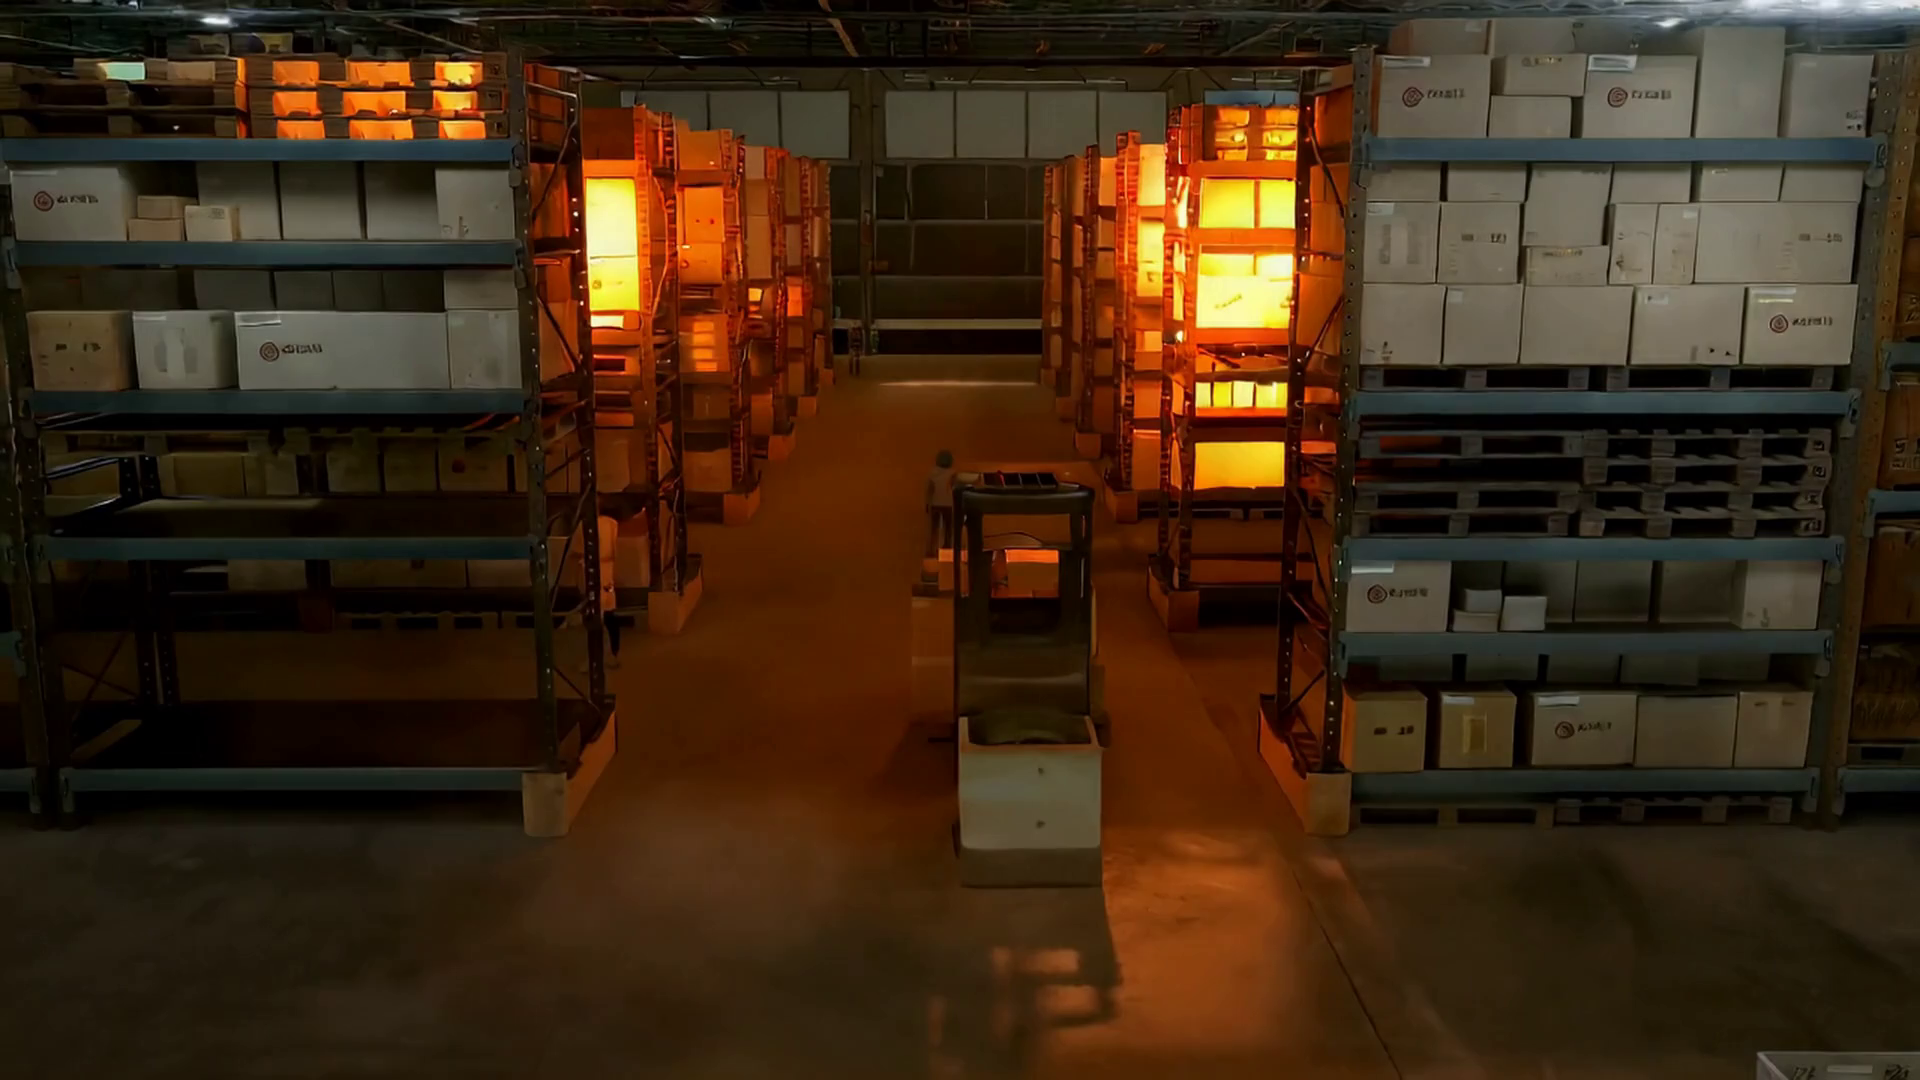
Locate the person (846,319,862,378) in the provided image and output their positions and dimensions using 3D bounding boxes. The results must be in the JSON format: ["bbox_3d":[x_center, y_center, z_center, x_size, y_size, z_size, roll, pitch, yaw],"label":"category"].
[{"bbox_3d":[-3.063,-5.529,48.051,0.541,1.696,0.315,9,15,38],"label":"person"}]

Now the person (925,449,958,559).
[{"bbox_3d":[-0.253,-0.450,23.080,0.501,1.622,0.573,2,12,11],"label":"person"}]

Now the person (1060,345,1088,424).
[{"bbox_3d":[2.762,-3.562,37.930,1.010,1.857,0.647,1,11,6],"label":"person"}]

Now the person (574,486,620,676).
[{"bbox_3d":[-3.883,0.433,17.663,0.398,2.033,0.605,6,13,28],"label":"person"}]

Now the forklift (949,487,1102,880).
[{"bbox_3d":[0.495,0.986,12.813,1.129,2.768,1.873,0,11,-2],"label":"forklift"}]
